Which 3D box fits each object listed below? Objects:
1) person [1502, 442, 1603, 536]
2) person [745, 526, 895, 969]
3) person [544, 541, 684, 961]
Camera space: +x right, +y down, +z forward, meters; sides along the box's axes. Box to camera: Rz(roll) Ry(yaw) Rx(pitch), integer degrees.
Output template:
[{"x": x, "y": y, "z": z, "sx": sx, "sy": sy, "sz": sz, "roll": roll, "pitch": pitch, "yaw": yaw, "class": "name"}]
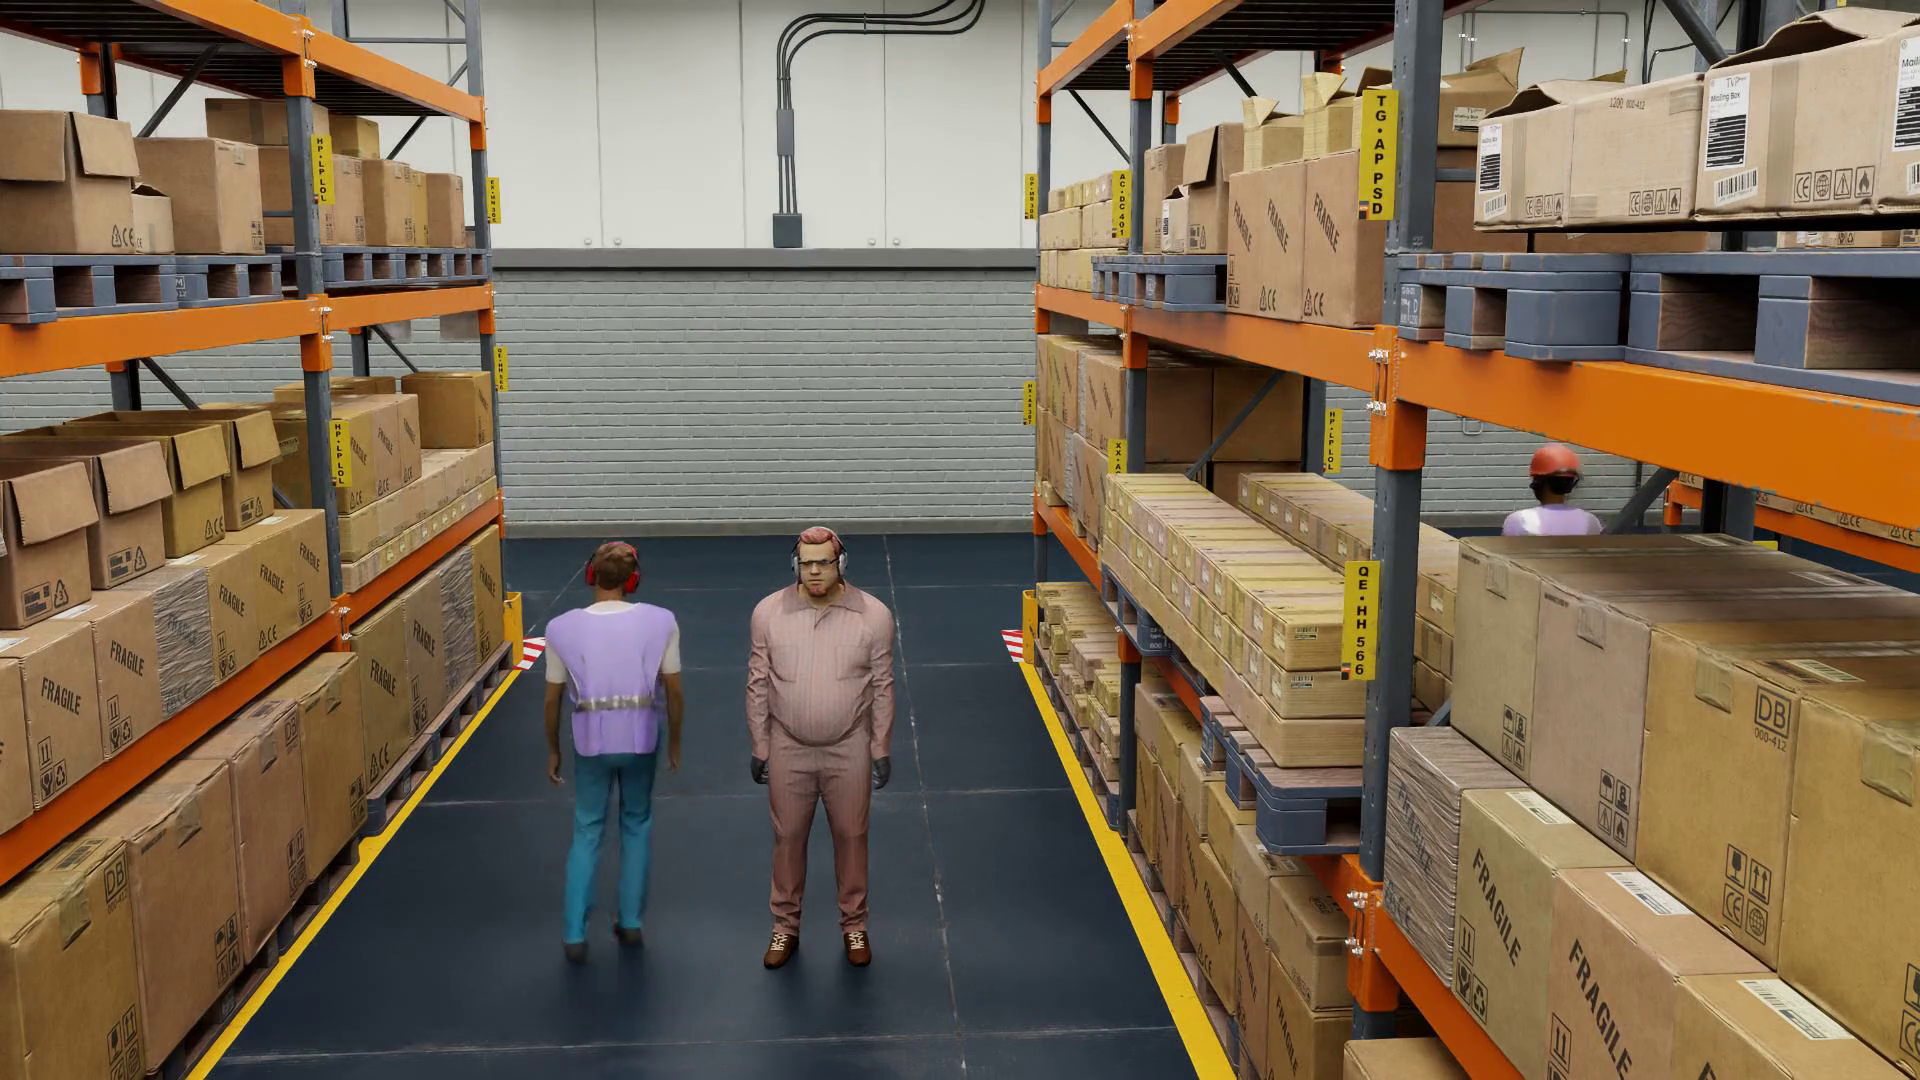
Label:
[{"x": 3.297, "y": 0.471, "z": 9.257, "sx": 0.613, "sy": 2.016, "sz": 0.860, "roll": -3, "pitch": 10, "yaw": -19, "class": "person"}, {"x": -0.597, "y": 0.886, "z": 7.122, "sx": 0.640, "sy": 1.909, "sz": 0.409, "roll": 0, "pitch": 10, "yaw": -1, "class": "person"}, {"x": -1.494, "y": 0.914, "z": 7.234, "sx": 0.599, "sy": 1.810, "sz": 0.449, "roll": -2, "pitch": 10, "yaw": -13, "class": "person"}]
